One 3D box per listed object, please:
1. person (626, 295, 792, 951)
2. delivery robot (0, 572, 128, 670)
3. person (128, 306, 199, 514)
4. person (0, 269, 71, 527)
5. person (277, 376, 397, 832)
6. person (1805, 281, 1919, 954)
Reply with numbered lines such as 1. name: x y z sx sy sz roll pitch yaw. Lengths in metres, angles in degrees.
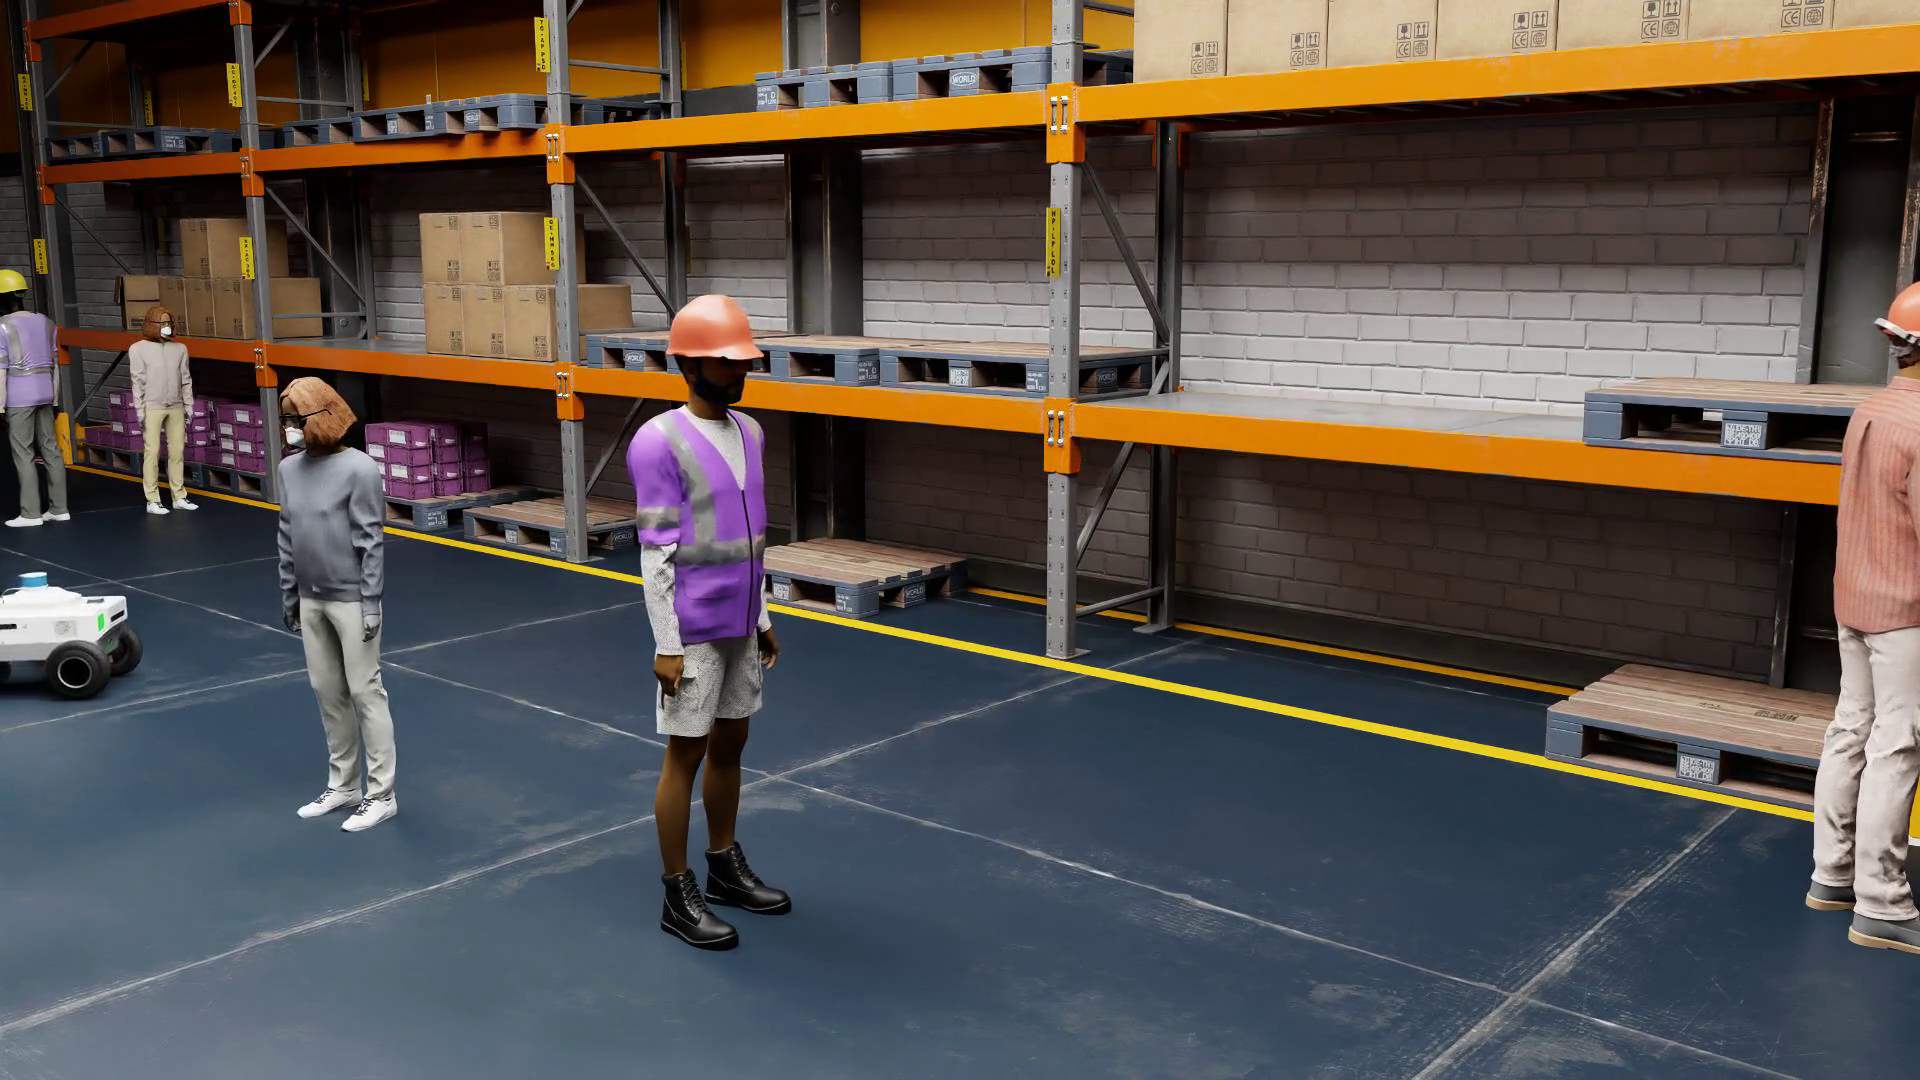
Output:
1. person: -0.732 0.239 5.012 0.357 1.938 0.543 5 11 28
2. delivery robot: -4.315 0.395 7.791 0.707 0.478 0.477 -1 10 -7
3. person: -6.247 -1.016 13.057 0.282 1.625 0.492 7 12 33
4. person: -6.995 -1.053 12.438 0.398 1.919 0.592 3 10 17
5. person: -2.265 0.225 5.990 0.504 1.622 0.299 5 11 28
6. person: 2.815 0.219 4.965 0.382 1.995 0.612 1 10 5
